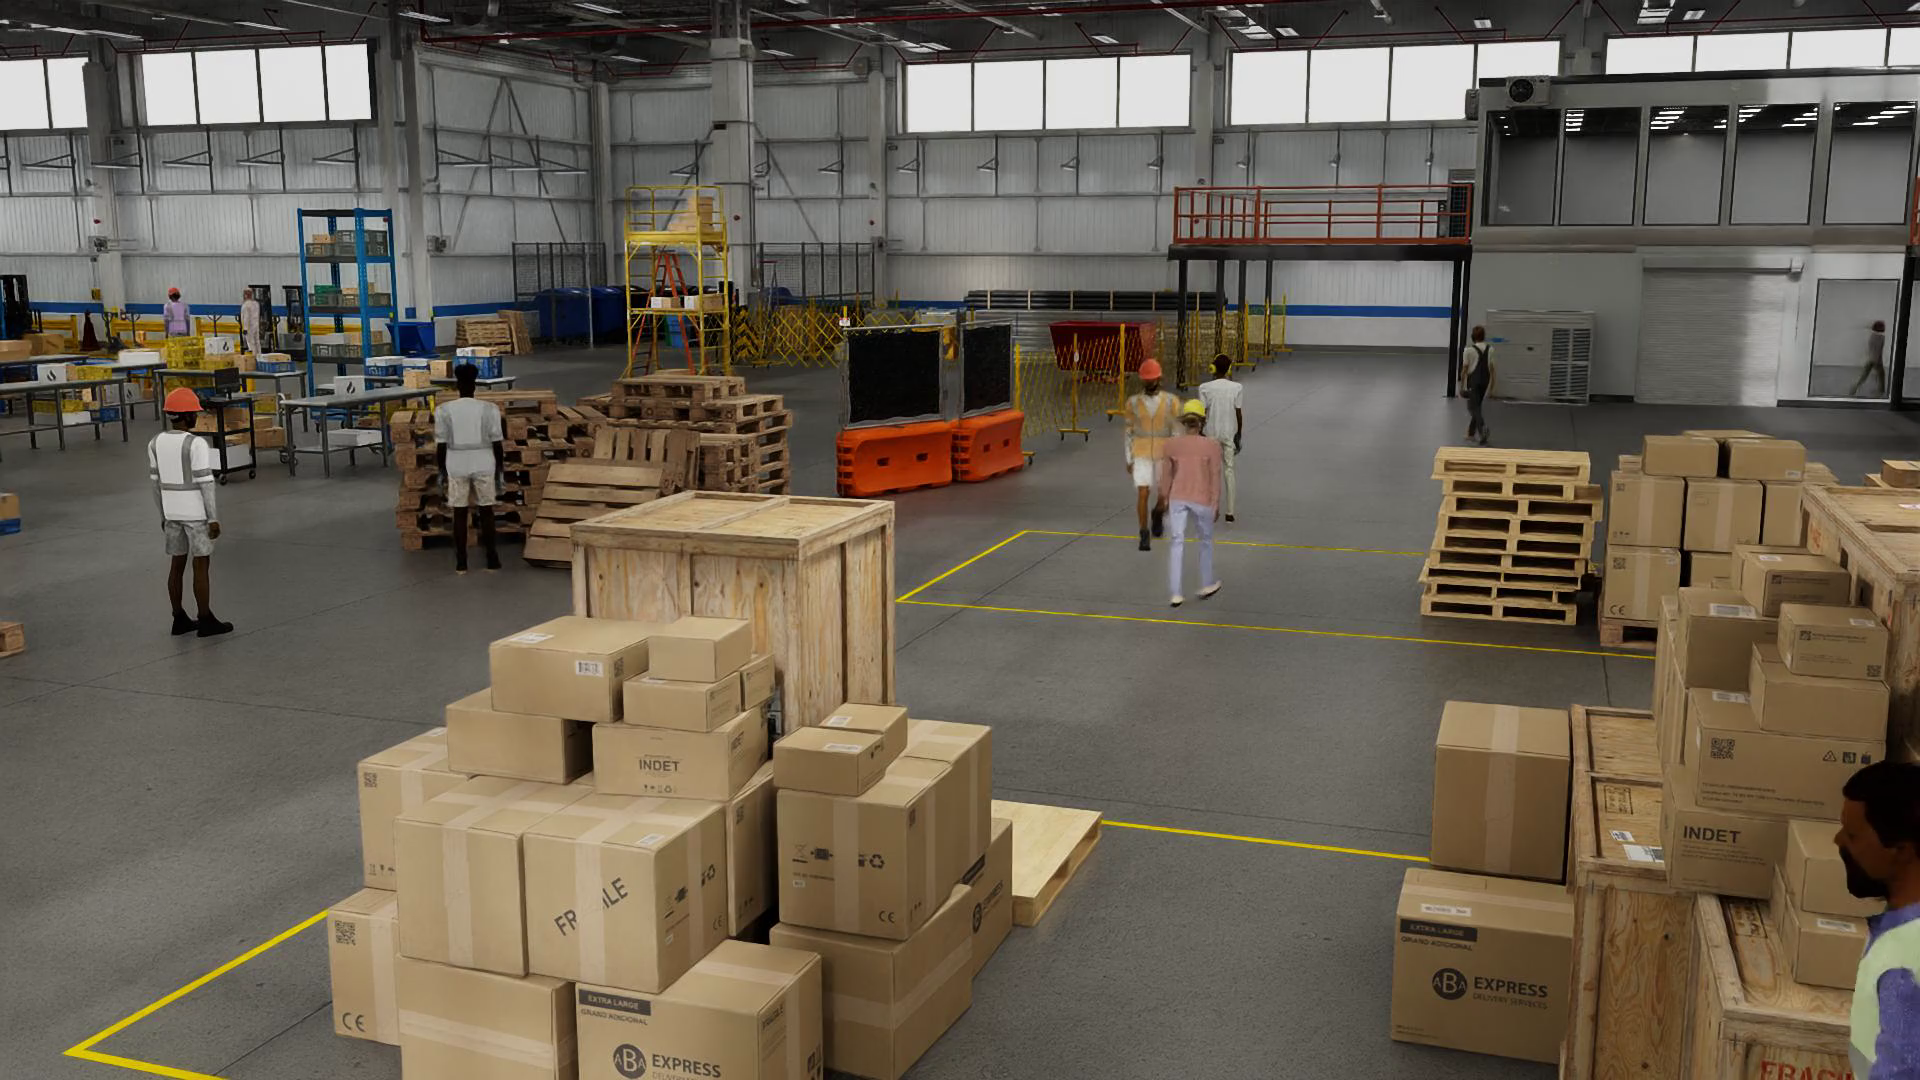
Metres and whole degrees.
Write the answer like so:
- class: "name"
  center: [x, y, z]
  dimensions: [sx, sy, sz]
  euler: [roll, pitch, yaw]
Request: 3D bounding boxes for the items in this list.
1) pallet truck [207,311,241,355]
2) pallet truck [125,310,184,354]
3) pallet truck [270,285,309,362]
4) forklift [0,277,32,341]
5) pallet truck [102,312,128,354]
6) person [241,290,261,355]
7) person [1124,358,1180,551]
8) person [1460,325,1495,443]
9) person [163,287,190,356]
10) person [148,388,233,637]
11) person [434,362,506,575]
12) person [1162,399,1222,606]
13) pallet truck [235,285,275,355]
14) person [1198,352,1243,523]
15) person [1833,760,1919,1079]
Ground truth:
- class: "pallet truck"
  center: [-19.537, -5.575, 44.913]
  dimensions: [0.653, 1.274, 1.630]
  euler: [3, 11, 19]
- class: "pallet truck"
  center: [-22.038, -5.665, 45.457]
  dimensions: [0.704, 1.261, 1.522]
  euler: [3, 11, 17]
- class: "pallet truck"
  center: [-17.147, -5.700, 43.663]
  dimensions: [0.823, 1.965, 1.885]
  euler: [3, 11, 17]
- class: "forklift"
  center: [-27.151, -6.329, 46.328]
  dimensions: [1.157, 1.987, 2.680]
  euler: [3, 11, 17]
- class: "pallet truck"
  center: [-23.057, -5.777, 46.261]
  dimensions: [0.680, 1.201, 1.601]
  euler: [3, 11, 19]
- class: "person"
  center: [-17.950, -5.366, 42.039]
  dimensions: [0.401, 1.907, 0.648]
  euler: [1, 10, 6]
- class: "person"
  center: [1.926, -0.869, 16.671]
  dimensions: [0.569, 1.919, 0.590]
  euler: [1, 10, 6]
- class: "person"
  center: [7.970, -2.381, 25.511]
  dimensions: [0.515, 1.818, 0.828]
  euler: [-2, 10, -11]
- class: "person"
  center: [-18.510, -4.943, 39.309]
  dimensions: [0.401, 2.035, 0.602]
  euler: [8, 13, 39]
- class: "person"
  center: [-5.983, -0.212, 12.922]
  dimensions: [0.552, 1.936, 0.358]
  euler: [3, 11, 19]
- class: "person"
  center: [-4.506, -0.653, 15.328]
  dimensions: [0.613, 1.963, 0.362]
  euler: [-2, 10, -13]
- class: "person"
  center: [1.988, -0.332, 14.184]
  dimensions: [0.544, 1.725, 0.854]
  euler: [4, 11, 23]
- class: "pallet truck"
  center: [-18.327, -5.835, 44.421]
  dimensions: [0.823, 1.965, 1.885]
  euler: [4, 11, 23]
- class: "person"
  center: [2.828, -1.111, 18.162]
  dimensions: [0.516, 1.877, 0.327]
  euler: [-1, 10, -4]
- class: "person"
  center: [2.152, 1.428, 3.791]
  dimensions: [0.465, 1.895, 0.616]
  euler: [6, 12, 31]
